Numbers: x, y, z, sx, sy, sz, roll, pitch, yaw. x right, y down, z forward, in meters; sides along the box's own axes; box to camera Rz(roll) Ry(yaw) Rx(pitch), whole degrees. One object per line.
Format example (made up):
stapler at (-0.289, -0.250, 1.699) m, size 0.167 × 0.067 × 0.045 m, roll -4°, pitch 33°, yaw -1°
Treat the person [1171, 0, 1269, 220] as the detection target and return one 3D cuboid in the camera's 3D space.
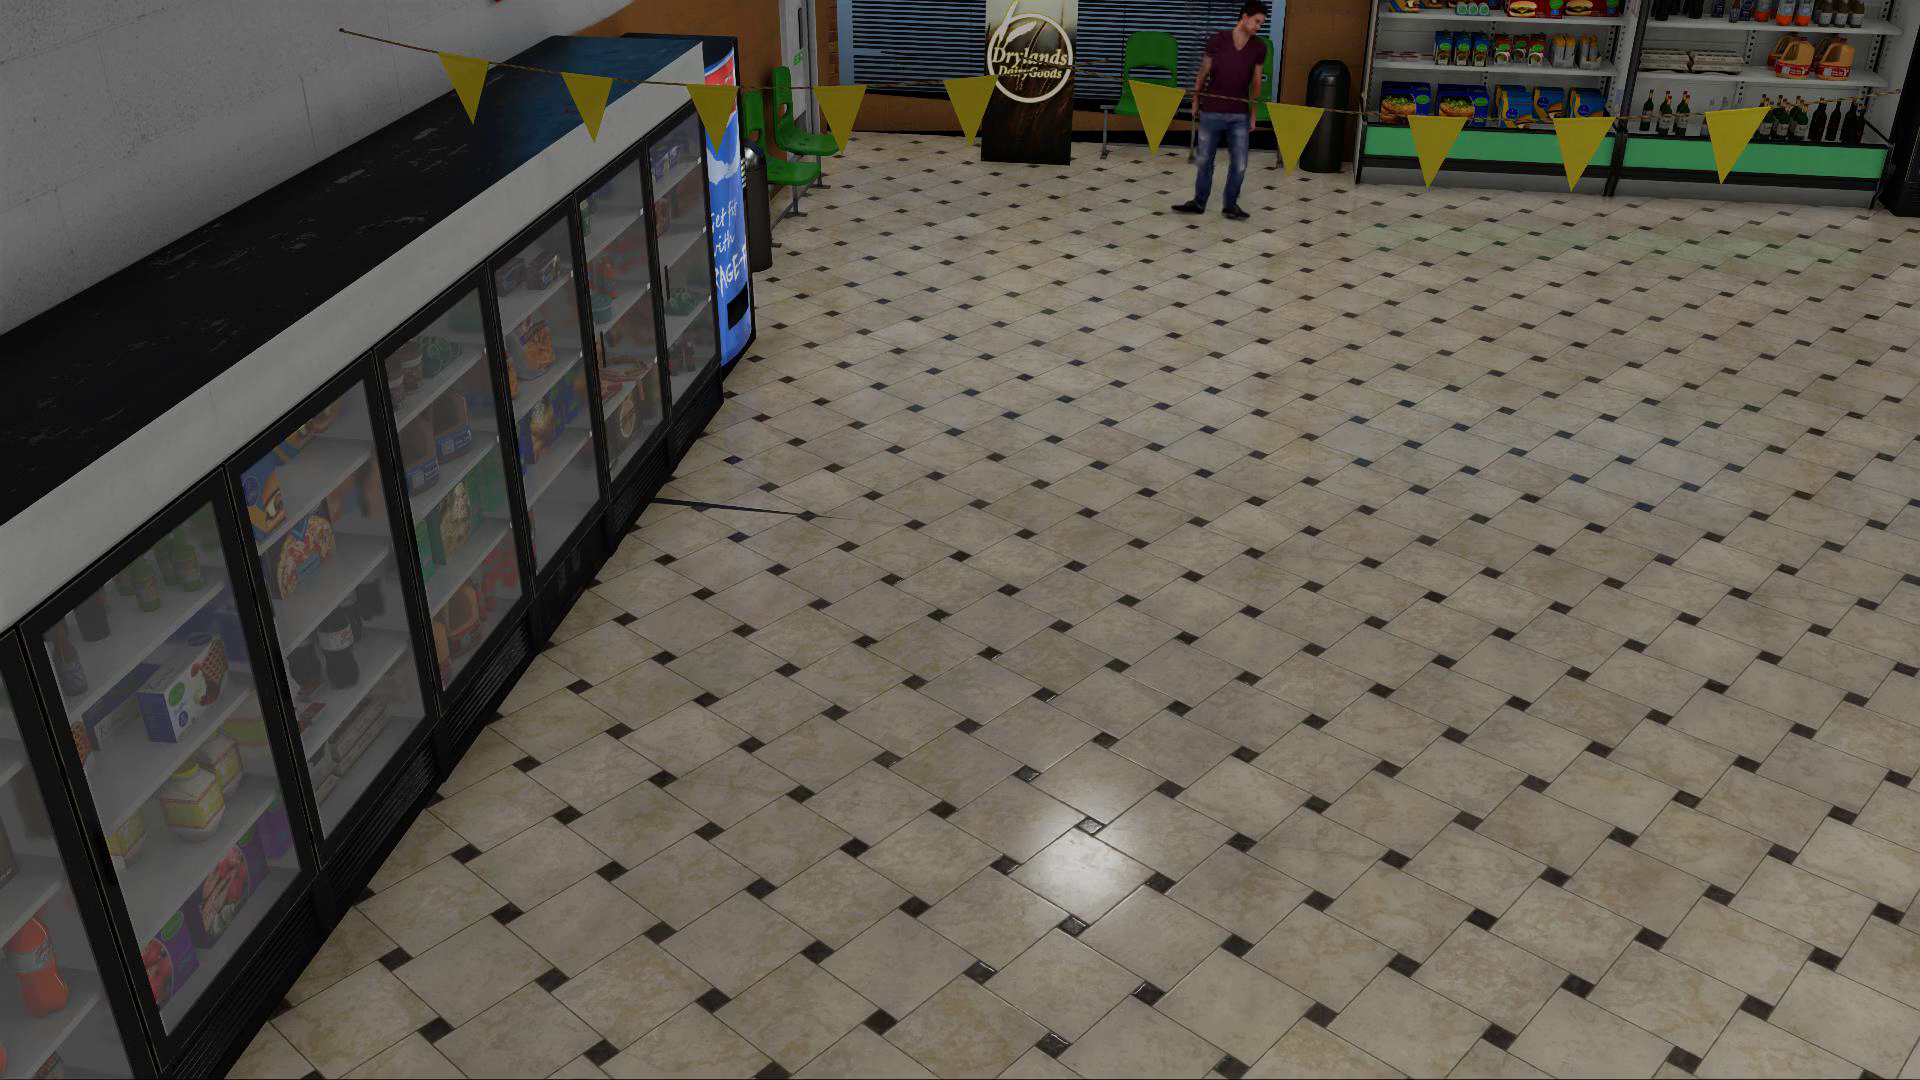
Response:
person at (2.150, -3.574, 13.816) m, size 0.477 × 1.820 × 0.917 m, roll 13°, pitch 31°, yaw 22°
